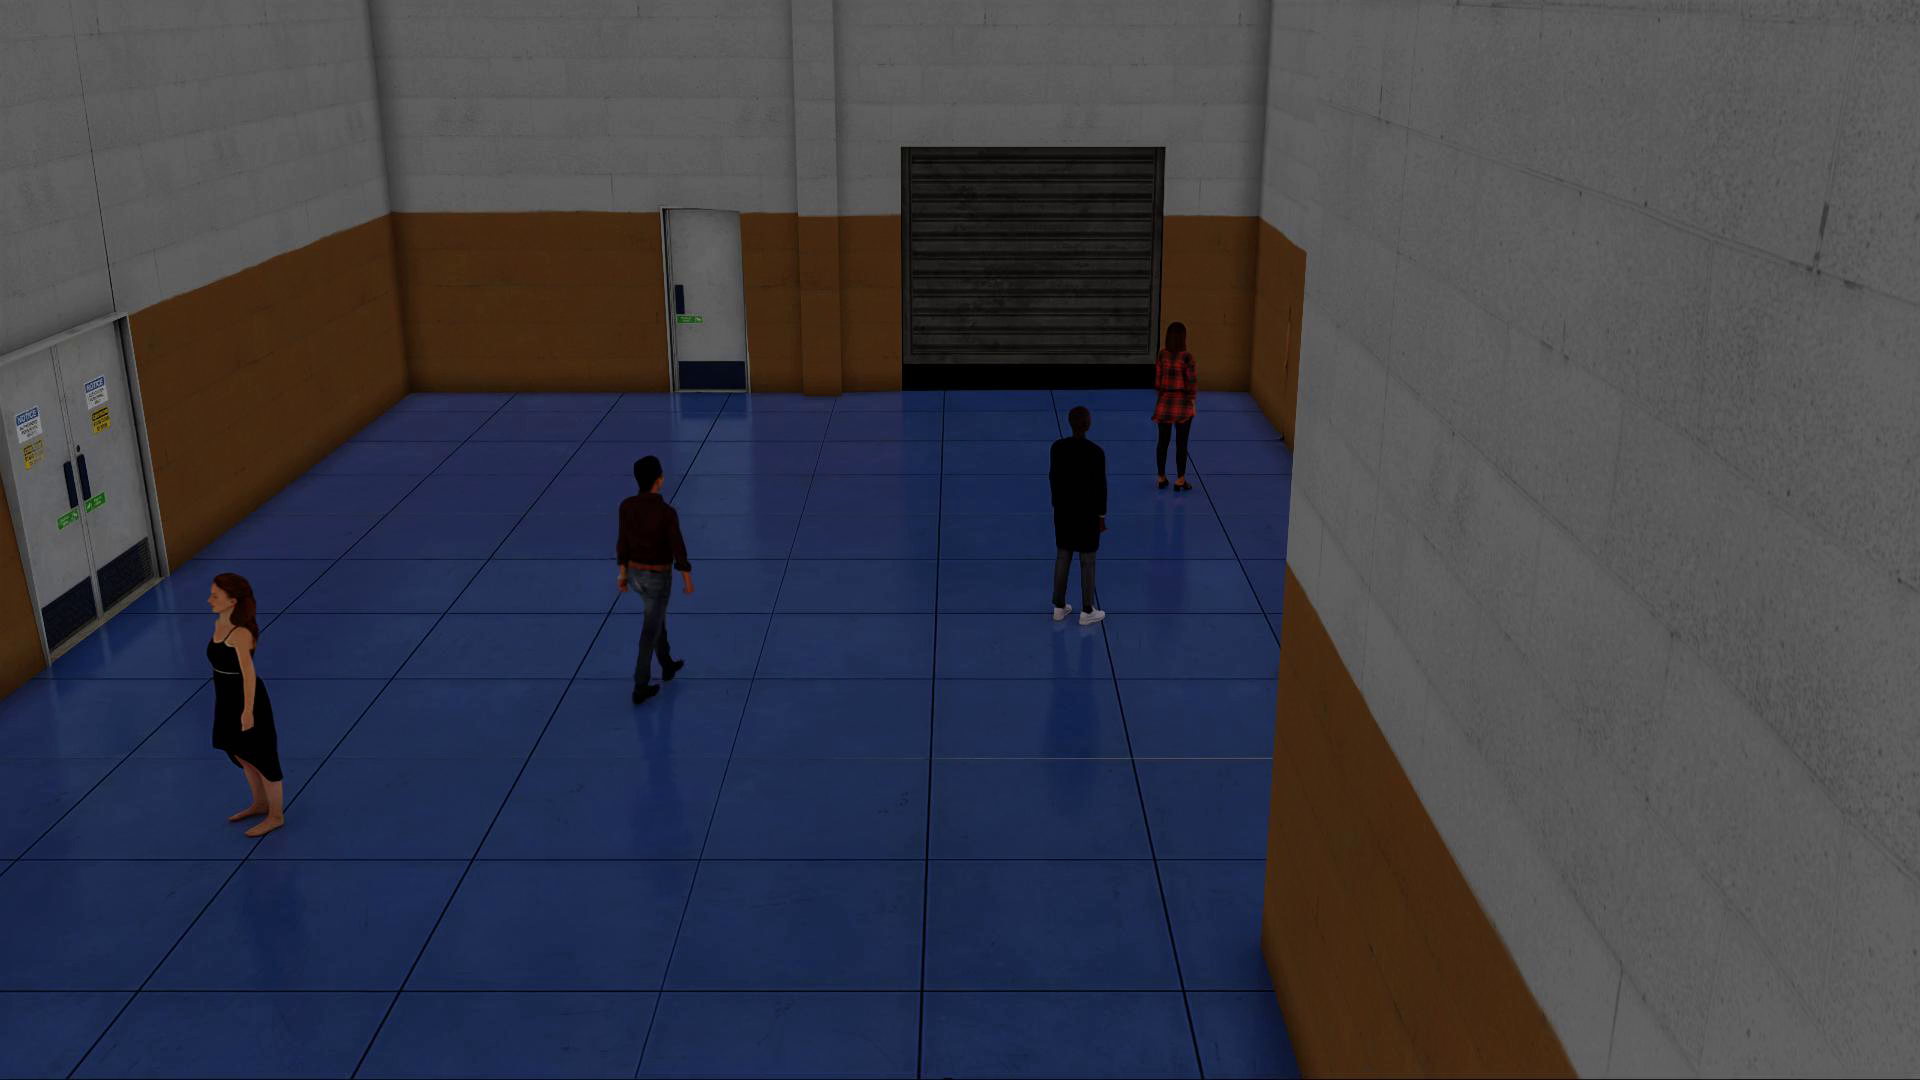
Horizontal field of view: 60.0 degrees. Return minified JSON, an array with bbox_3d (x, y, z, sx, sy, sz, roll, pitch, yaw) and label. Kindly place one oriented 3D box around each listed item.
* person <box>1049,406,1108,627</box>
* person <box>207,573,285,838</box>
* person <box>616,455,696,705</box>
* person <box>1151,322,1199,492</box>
[{"bbox_3d":[0.918,-0.199,13.120,0.670,1.762,0.786,11,21,29],"label":"person"},{"bbox_3d":[-4.250,0.964,9.885,0.723,1.624,0.671,-15,24,-37],"label":"person"},{"bbox_3d":[-2.212,0.311,11.620,0.965,1.753,0.954,9,21,25],"label":"person"},{"bbox_3d":[2.140,-1.335,16.580,0.677,1.703,0.763,13,23,34],"label":"person"}]
